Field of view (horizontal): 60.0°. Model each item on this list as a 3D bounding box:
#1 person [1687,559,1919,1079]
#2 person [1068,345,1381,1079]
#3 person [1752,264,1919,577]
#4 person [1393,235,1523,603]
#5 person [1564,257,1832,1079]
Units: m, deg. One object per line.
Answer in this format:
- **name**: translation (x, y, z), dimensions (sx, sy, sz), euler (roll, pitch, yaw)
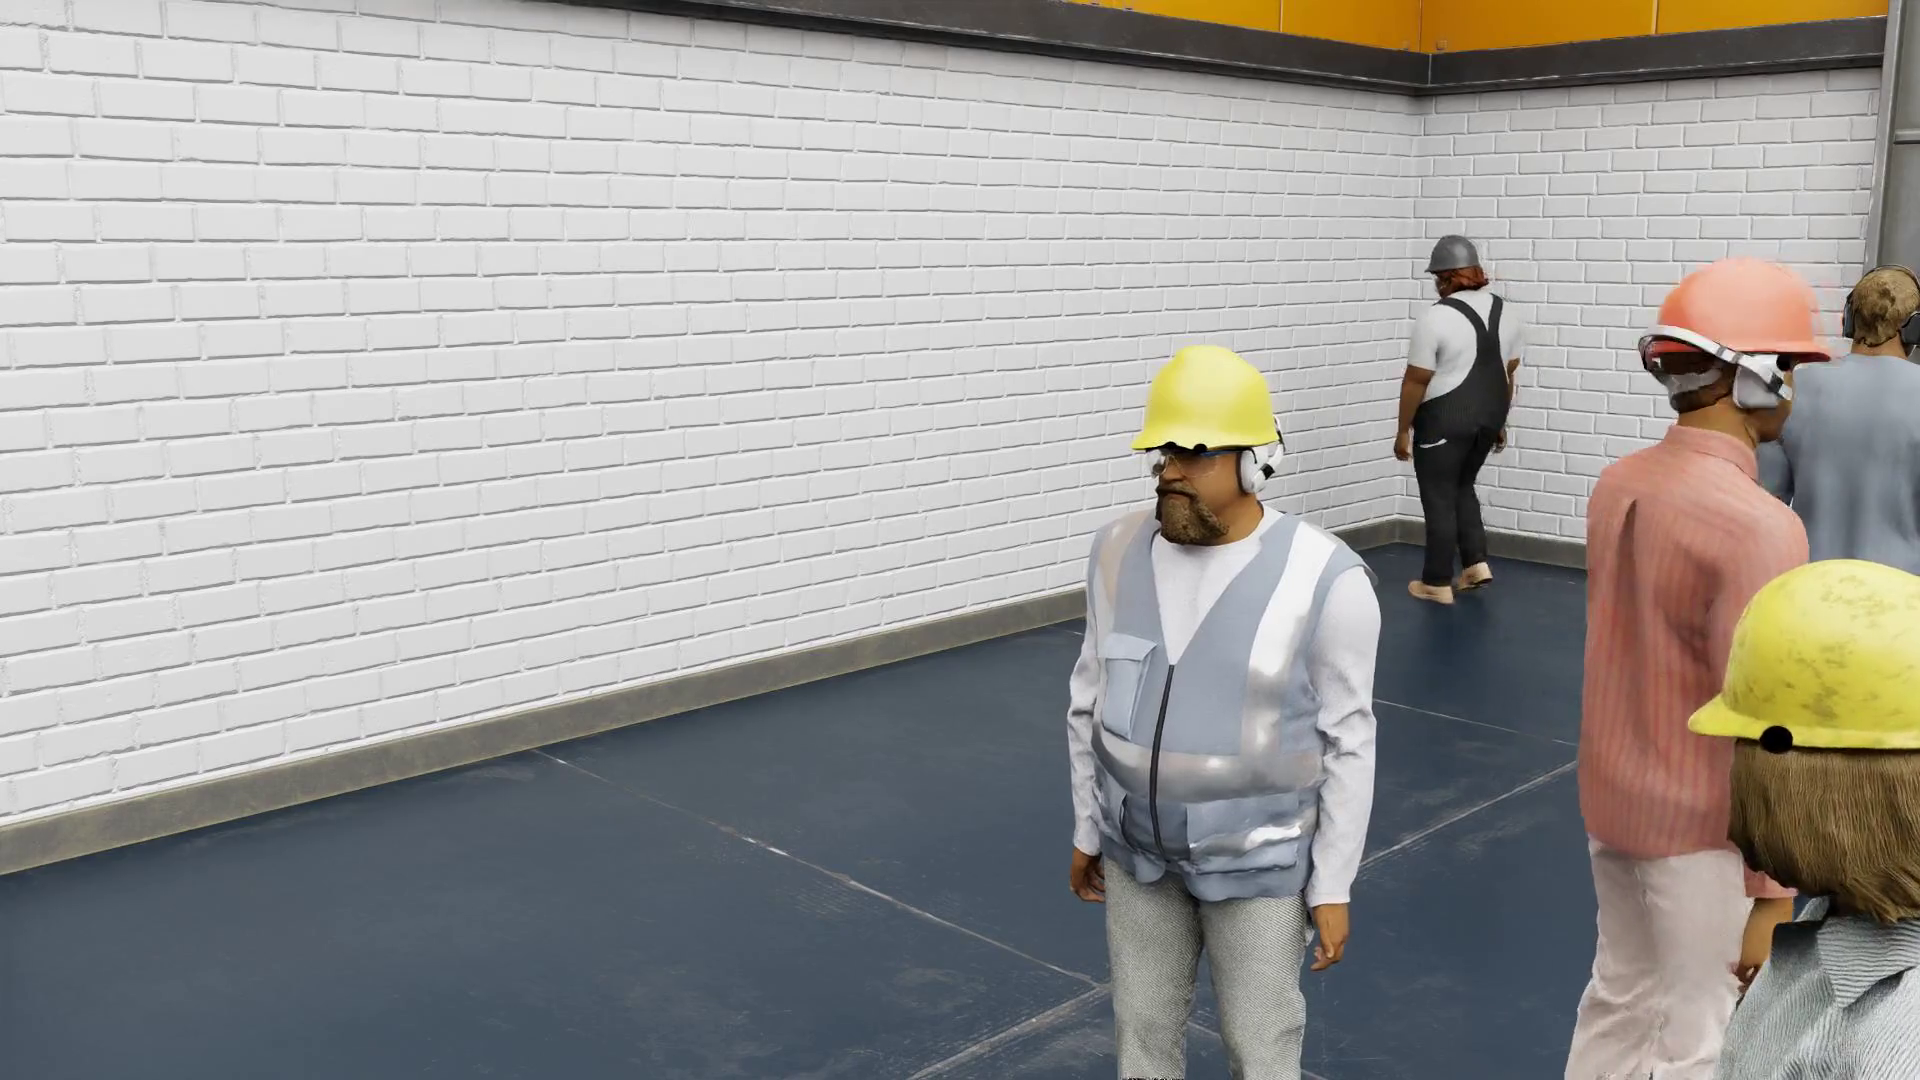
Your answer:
- **person**: translation (0.815, 0.875, 1.604), dimensions (0.311, 1.737, 0.483), euler (5, 11, 24)
- **person**: translation (0.448, 0.559, 3.064), dimensions (0.596, 1.831, 0.403), euler (7, 13, 35)
- **person**: translation (2.656, 0.163, 4.933), dimensions (0.355, 1.937, 0.635), euler (-10, 14, -43)
- **person**: translation (2.689, -0.662, 9.153), dimensions (0.707, 2.000, 0.536), euler (-5, 12, -26)
- **person**: translation (1.318, 0.512, 2.956), dimensions (0.378, 1.980, 0.713), euler (-1, 10, -4)
